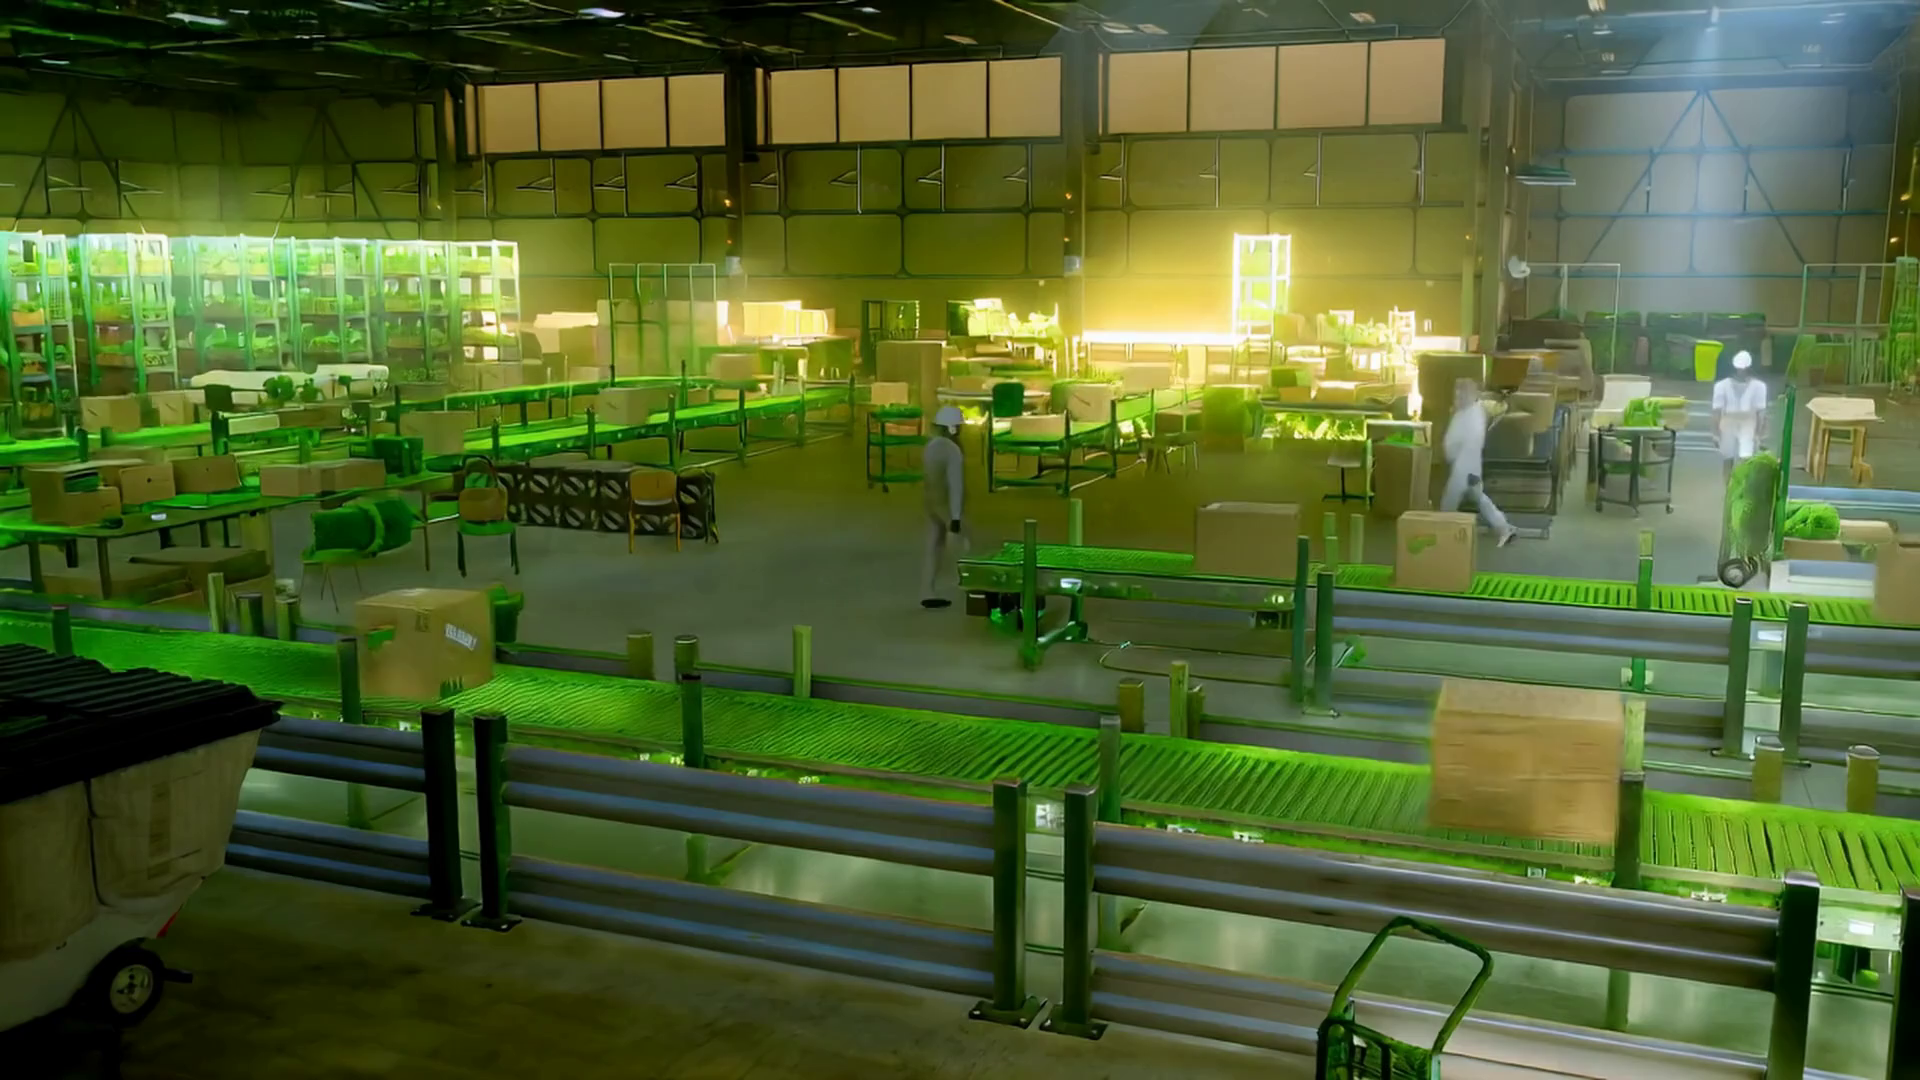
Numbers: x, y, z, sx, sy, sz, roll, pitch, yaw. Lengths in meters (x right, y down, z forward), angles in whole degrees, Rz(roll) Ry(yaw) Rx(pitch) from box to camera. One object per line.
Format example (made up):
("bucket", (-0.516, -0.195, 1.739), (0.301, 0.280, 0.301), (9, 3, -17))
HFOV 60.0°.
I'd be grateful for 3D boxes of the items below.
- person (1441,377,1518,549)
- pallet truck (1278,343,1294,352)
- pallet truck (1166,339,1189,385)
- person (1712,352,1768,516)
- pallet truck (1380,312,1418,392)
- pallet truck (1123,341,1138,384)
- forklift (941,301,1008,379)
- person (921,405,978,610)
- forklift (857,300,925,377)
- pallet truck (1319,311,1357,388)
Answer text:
("person", (5.469, -0.807, 17.726), (0.928, 1.867, 0.634), (3, 10, 17))
("pallet truck", (7.886, -4.163, 39.743), (0.653, 1.274, 1.630), (4, 10, 22))
("pallet truck", (5.418, -4.269, 40.420), (0.704, 1.261, 1.522), (3, 10, 20))
("person", (9.525, -1.306, 20.368), (0.605, 1.981, 1.021), (5, 11, 27))
("pallet truck", (10.207, -4.283, 38.369), (0.823, 1.965, 1.885), (3, 10, 20))
("pallet truck", (4.445, -4.380, 41.279), (0.680, 1.201, 1.601), (4, 10, 22))
("forklift", (0.365, -4.966, 41.571), (1.157, 1.987, 2.680), (3, 10, 20))
("person", (-0.013, -0.288, 14.732), (0.807, 1.800, 0.626), (-6, 11, -30))
("forklift", (-1.732, -5.109, 42.468), (1.157, 1.987, 2.680), (4, 10, 22))
("pallet truck", (9.071, -4.419, 39.190), (0.823, 1.965, 1.885), (5, 10, 26))
